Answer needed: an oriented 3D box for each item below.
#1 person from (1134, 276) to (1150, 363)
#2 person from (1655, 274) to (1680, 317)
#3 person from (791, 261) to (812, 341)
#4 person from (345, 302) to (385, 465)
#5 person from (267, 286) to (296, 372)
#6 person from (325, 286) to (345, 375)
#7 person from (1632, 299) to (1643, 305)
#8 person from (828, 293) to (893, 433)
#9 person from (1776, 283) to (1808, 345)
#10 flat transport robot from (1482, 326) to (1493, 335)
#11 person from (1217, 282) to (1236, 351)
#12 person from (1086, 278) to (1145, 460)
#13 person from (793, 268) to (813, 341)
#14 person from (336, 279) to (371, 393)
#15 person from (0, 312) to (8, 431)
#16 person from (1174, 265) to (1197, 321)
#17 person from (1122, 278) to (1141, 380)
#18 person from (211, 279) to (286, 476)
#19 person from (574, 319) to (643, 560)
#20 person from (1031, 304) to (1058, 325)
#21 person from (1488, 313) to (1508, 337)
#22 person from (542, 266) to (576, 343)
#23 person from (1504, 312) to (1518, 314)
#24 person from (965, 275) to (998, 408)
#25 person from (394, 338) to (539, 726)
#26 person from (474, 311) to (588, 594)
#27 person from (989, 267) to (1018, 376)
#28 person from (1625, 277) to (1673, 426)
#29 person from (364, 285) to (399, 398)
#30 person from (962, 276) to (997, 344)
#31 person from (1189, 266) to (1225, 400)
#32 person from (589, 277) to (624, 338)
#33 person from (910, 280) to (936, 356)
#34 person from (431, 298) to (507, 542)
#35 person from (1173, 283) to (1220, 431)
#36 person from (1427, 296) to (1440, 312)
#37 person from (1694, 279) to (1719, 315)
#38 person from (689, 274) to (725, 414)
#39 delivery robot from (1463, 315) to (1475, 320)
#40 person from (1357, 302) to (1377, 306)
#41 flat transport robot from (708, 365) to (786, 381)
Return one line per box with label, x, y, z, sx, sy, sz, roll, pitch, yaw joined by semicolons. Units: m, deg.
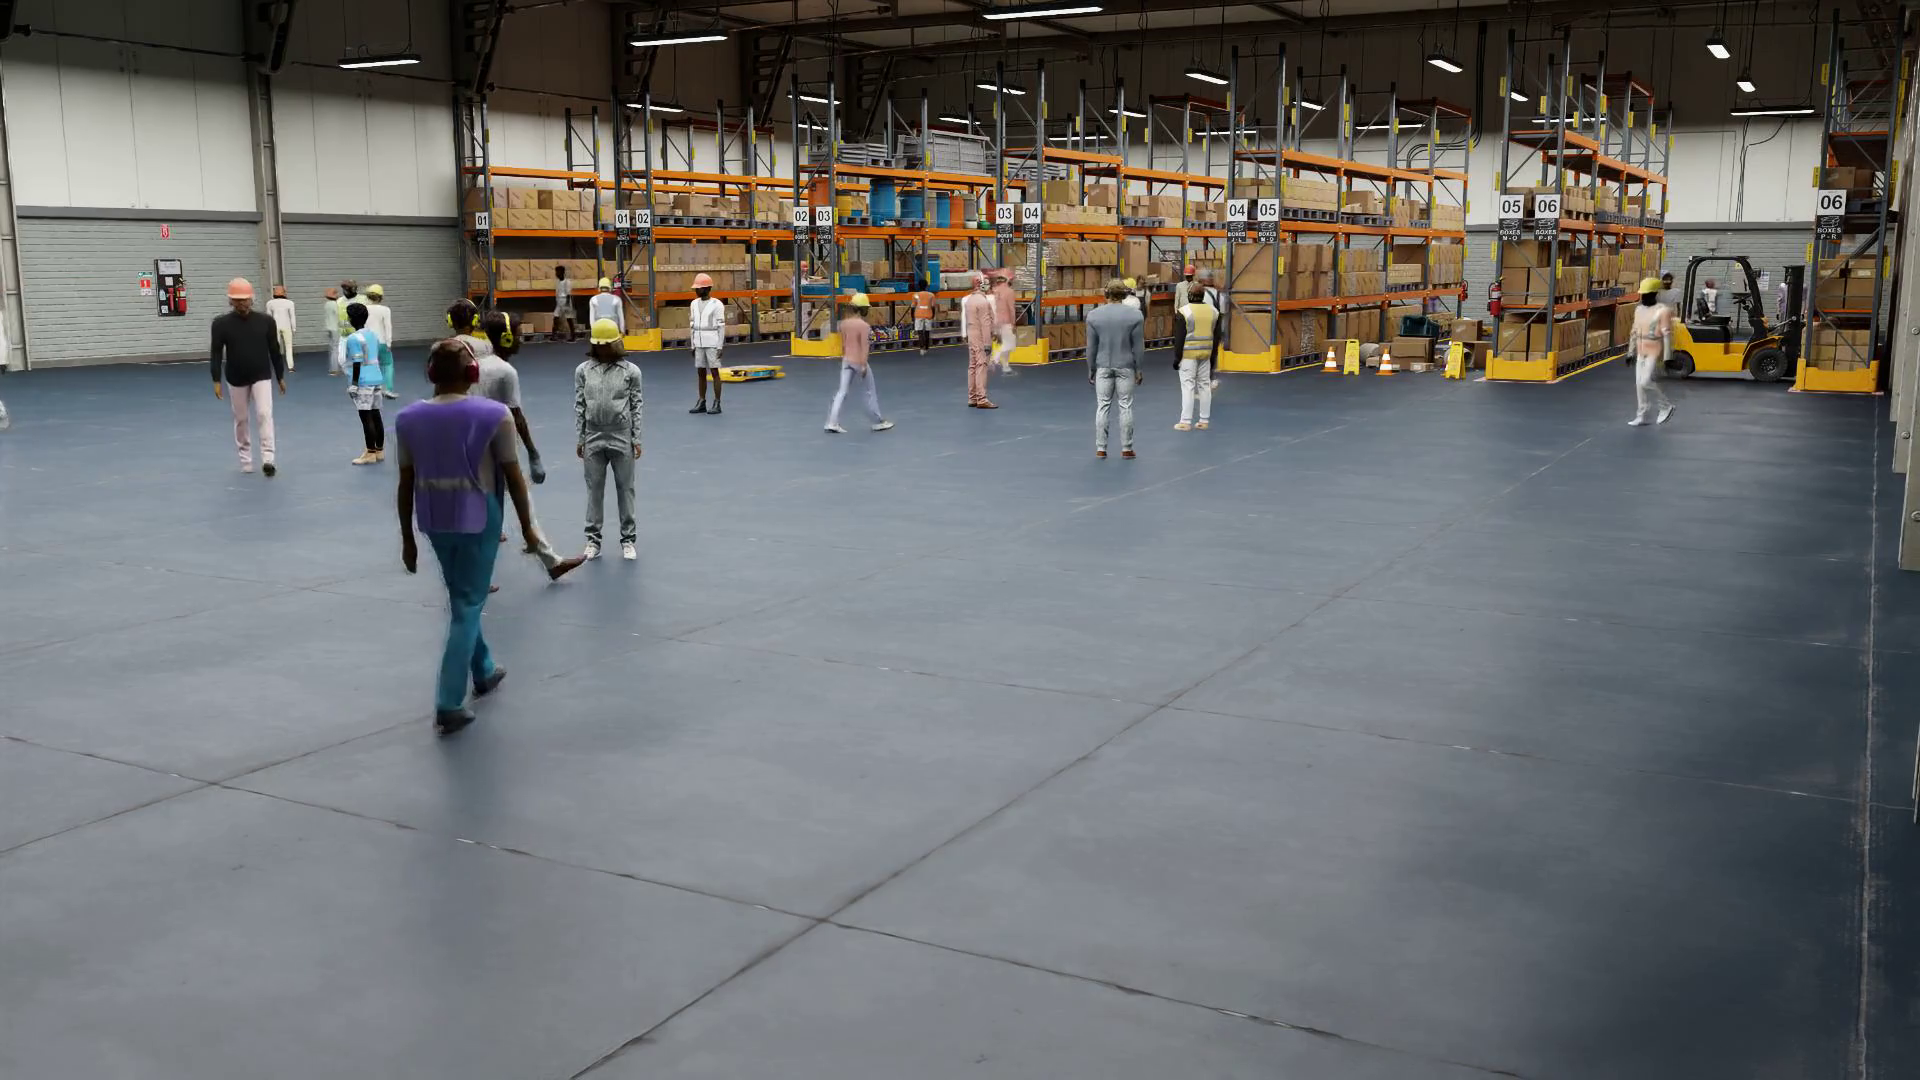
person;3.644;-4.538;34.179;0.523;1.790;0.994;2;10;10
person;14.214;-4.438;33.463;0.536;1.818;0.979;5;11;26
person;-3.871;-5.823;40.927;0.616;2.041;0.378;8;12;37
person;-6.231;-1.633;17.399;0.322;1.698;0.534;1;10;5
person;-12.747;-3.962;31.262;0.500;1.625;0.293;-1;10;-8
person;-11.439;-3.828;30.448;0.503;1.633;0.264;9;14;44
person;17.954;-6.344;44.110;0.623;2.008;0.915;-9;13;-43
person;-1.265;-2.183;20.560;0.911;1.721;0.524;-9;13;-44
person;18.462;-5.084;36.945;0.589;1.924;0.383;5;11;29
flat transport robot;14.517;-5.766;45.769;0.652;0.197;1.431;-1;10;-7
person;6.125;-5.156;38.328;0.532;1.592;0.856;6;12;33
person;1.662;-1.822;17.808;0.631;1.940;0.370;2;10;12
person;-3.624;-5.382;38.755;0.410;1.905;0.641;-7;12;-34
person;-9.502;-3.174;26.070;0.631;1.828;0.445;3;10;16
person;-11.881;-2.184;20.128;0.580;1.869;0.443;0;10;0
person;4.755;-4.717;34.613;0.608;1.987;0.388;3;10;17
person;2.870;-3.642;28.864;0.752;1.811;0.602;-8;12;-38
person;-7.024;-1.588;16.423;0.674;1.937;1.021;-4;11;-24
person;-2.514;-0.711;11.901;0.484;1.735;0.311;0;10;-3
person;1.913;-5.208;37.668;0.625;1.934;0.363;0;10;1
person;14.621;-6.352;44.479;0.840;1.907;0.575;5;11;28
person;-9.970;-5.844;41.388;0.635;1.919;0.960;8;12;37
person;13.252;-5.520;39.612;0.555;1.881;1.004;5;11;26
person;0.314;-2.841;23.866;0.408;1.909;0.638;-4;10;-22
person;-2.357;-0.056;7.903;0.573;1.796;0.988;2;10;10
person;-2.879;-0.559;10.762;0.977;1.813;0.559;-6;12;-33
person;0.783;-3.921;29.977;0.608;1.978;0.632;-5;11;-26
person;8.826;-2.398;21.278;0.490;1.906;0.612;-3;10;-14
person;-8.783;-2.972;25.114;0.538;1.741;0.717;1;10;5
person;0.301;-3.464;27.673;0.578;1.863;0.816;3;10;18
person;3.674;-3.108;25.037;0.602;2.000;0.695;9;13;44
person;-6.359;-3.827;29.945;0.595;1.809;0.822;-1;10;-6
person;-0.811;-4.866;36.415;0.545;1.669;0.716;-2;10;-11
person;-3.697;-0.881;12.520;0.515;1.865;0.329;-1;10;-8
person;2.933;-2.289;20.820;0.633;1.843;0.429;-5;11;-27
person;13.217;-6.721;46.651;0.634;1.887;0.489;-2;10;-12
person;18.852;-5.771;41.919;0.523;1.595;0.854;-3;10;-17
person;-3.502;-2.698;22.947;0.546;1.934;0.376;5;11;29
delivery robot;13.828;-5.918;45.557;0.707;0.478;0.477;-1;10;-9
person;11.019;-6.426;44.878;0.537;1.913;0.898;5;11;26
flat transport robot;-3.743;-2.948;29.272;0.652;0.197;1.431;5;11;29
